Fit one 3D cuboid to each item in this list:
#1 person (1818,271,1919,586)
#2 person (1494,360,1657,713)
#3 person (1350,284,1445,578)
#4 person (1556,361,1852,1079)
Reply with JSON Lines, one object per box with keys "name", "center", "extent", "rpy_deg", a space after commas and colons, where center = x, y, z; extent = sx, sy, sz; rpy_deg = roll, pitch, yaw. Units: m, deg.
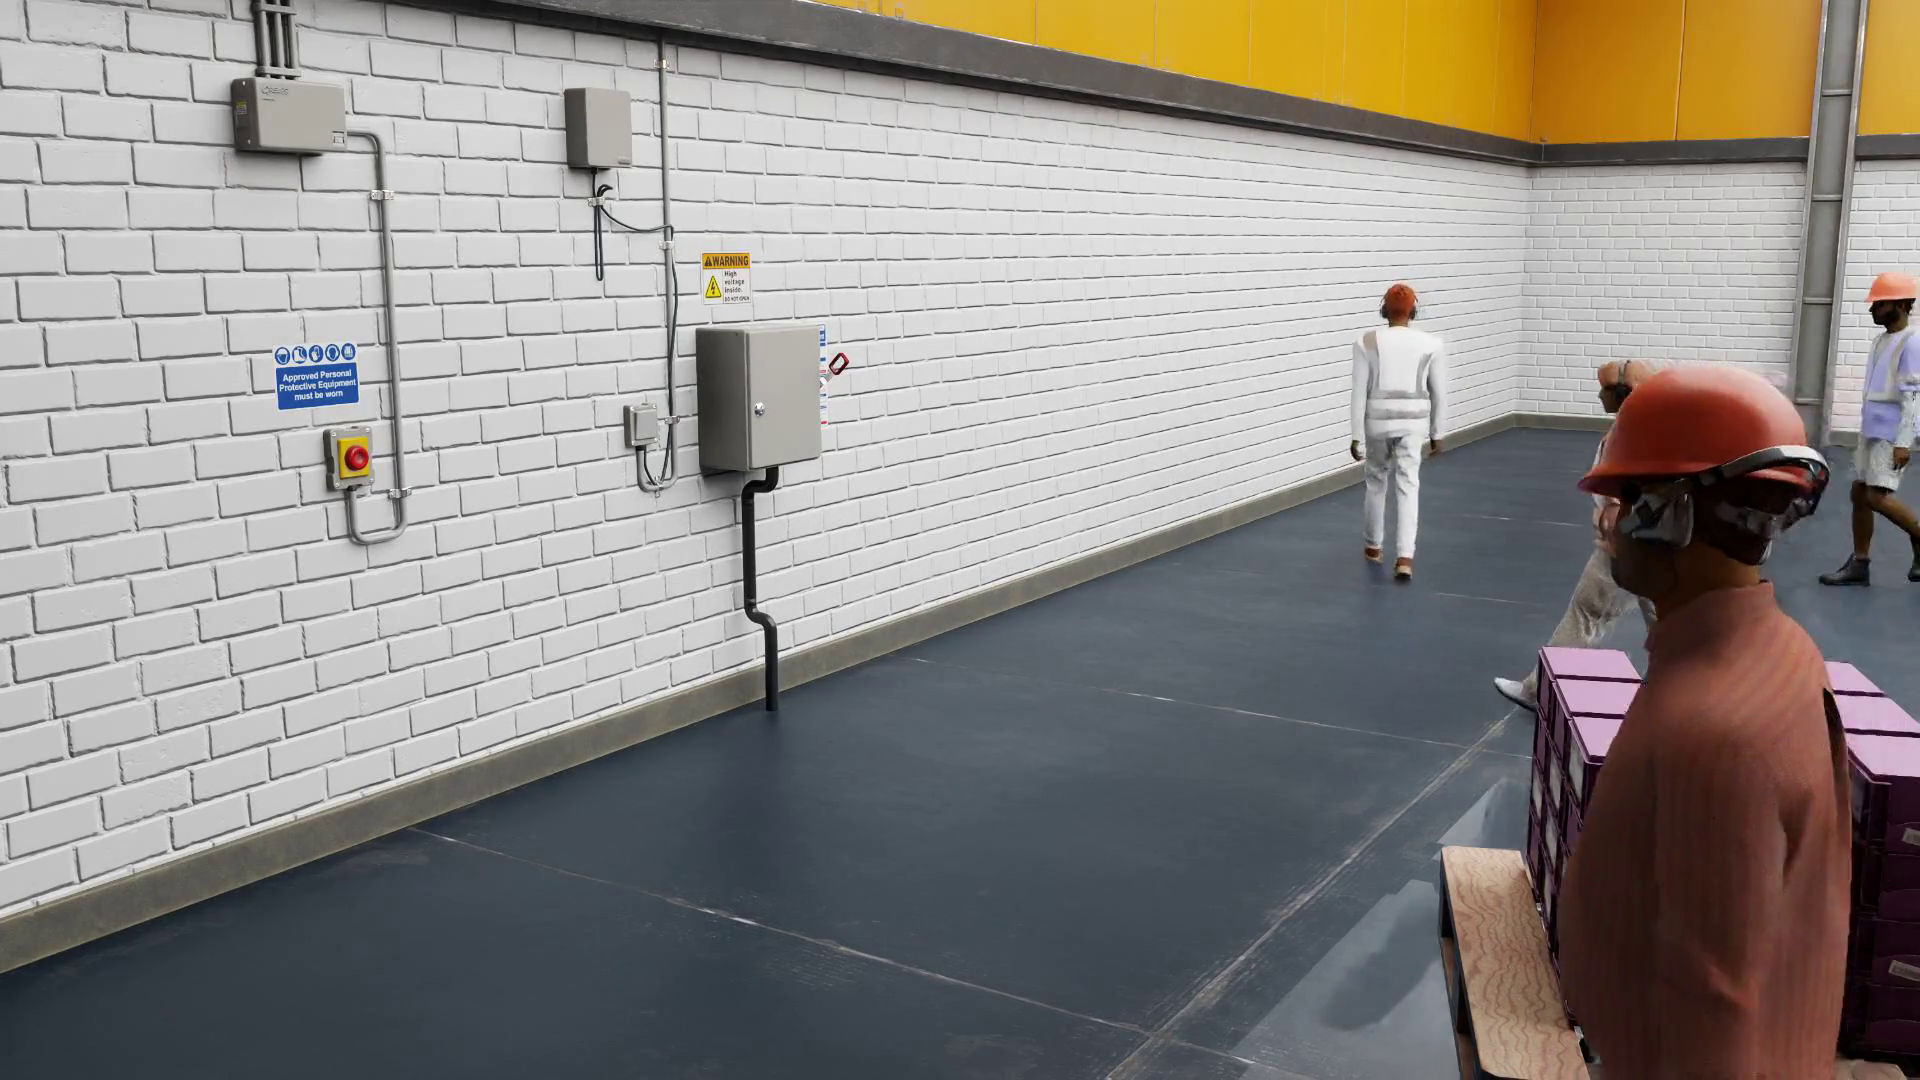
{"name": "person", "center": [5.588, -0.643, 9.964], "extent": [0.577, 1.920, 0.570], "rpy_deg": [0, 10, 1]}
{"name": "person", "center": [2.809, 0.026, 7.167], "extent": [0.533, 1.595, 0.861], "rpy_deg": [-10, 14, -43]}
{"name": "person", "center": [2.767, -0.695, 10.524], "extent": [0.592, 1.835, 0.992], "rpy_deg": [1, 10, 8]}
{"name": "person", "center": [1.052, 0.739, 2.245], "extent": [0.924, 1.954, 0.631], "rpy_deg": [6, 12, 29]}
